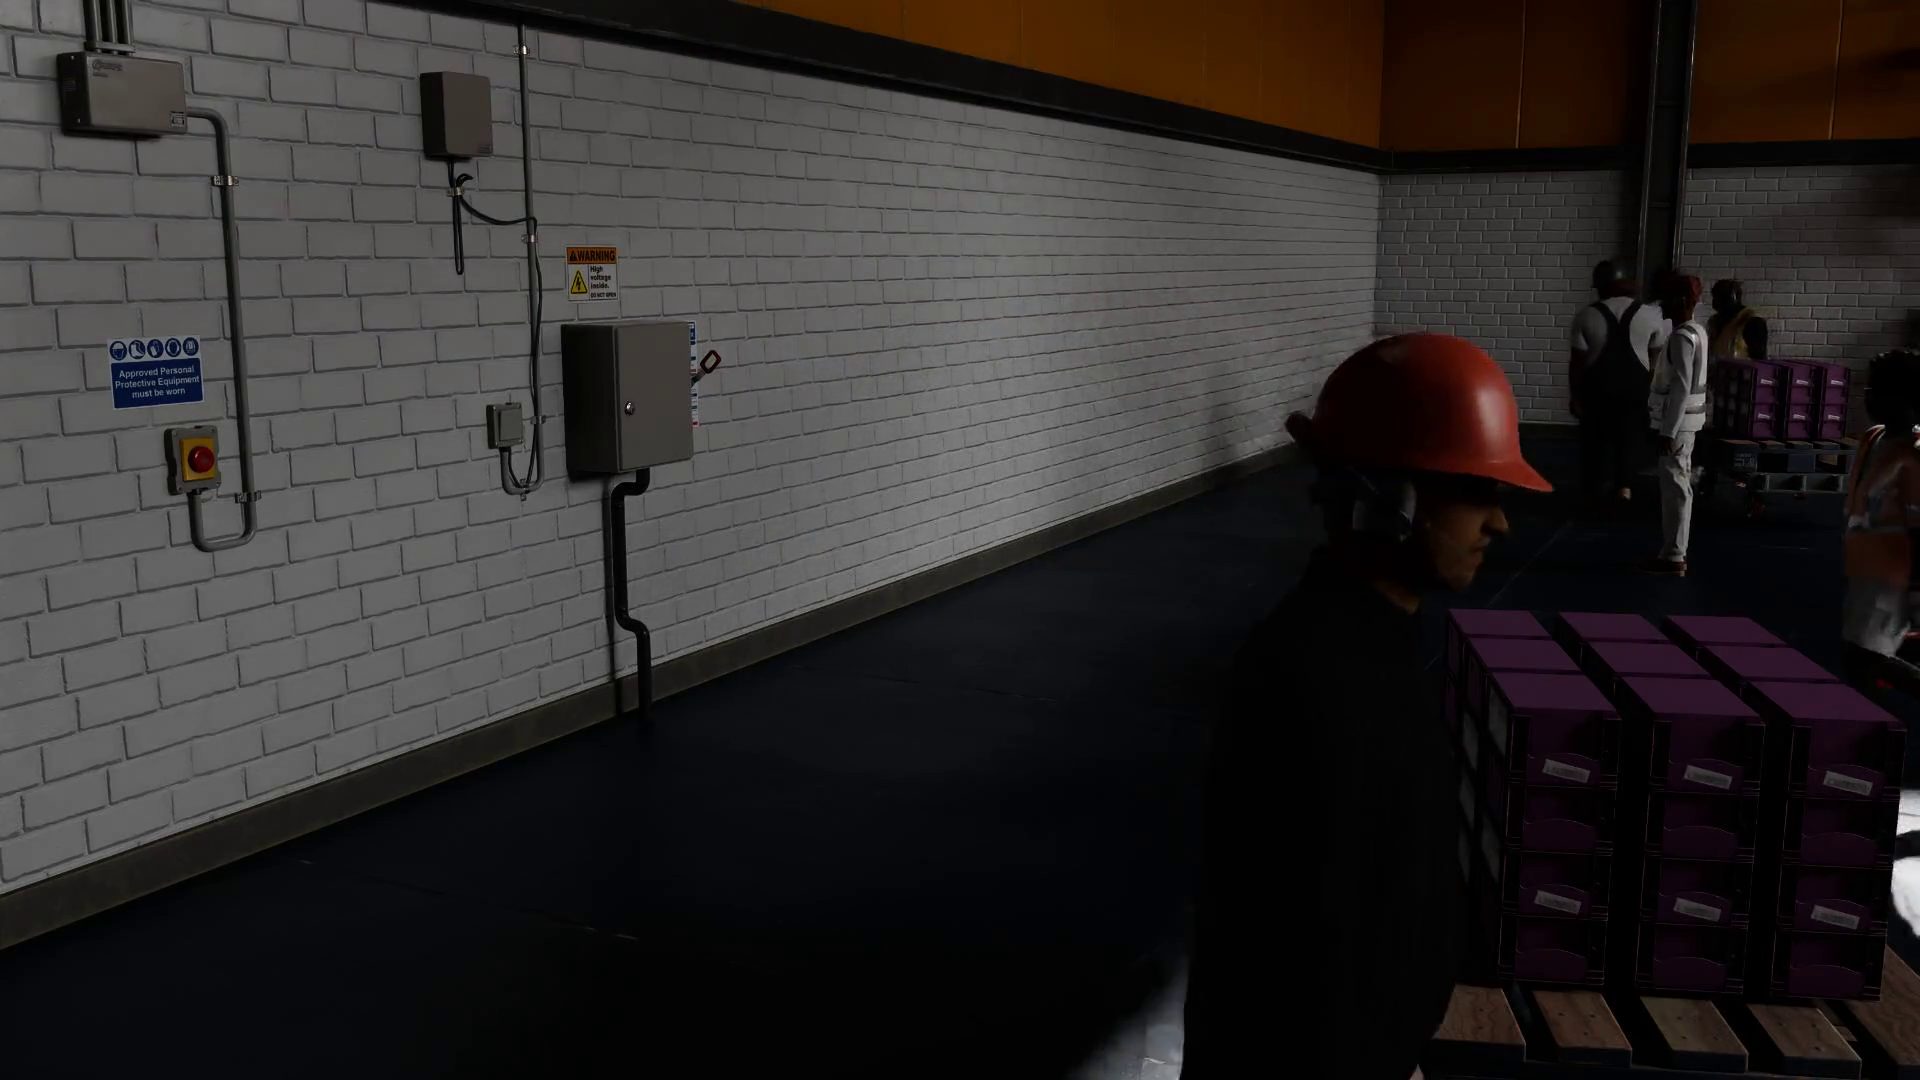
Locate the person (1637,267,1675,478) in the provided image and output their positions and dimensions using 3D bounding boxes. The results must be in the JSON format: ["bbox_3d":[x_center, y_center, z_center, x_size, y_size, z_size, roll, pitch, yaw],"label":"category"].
[{"bbox_3d":[6.273,-1.504,15.025,0.616,1.896,0.575,-9,13,-41],"label":"person"}]

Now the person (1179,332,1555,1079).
[{"bbox_3d":[0.495,0.695,2.203,1.085,1.925,0.650,5,11,25],"label":"person"}]

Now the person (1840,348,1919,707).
[{"bbox_3d":[3.519,0.126,6.180,0.630,1.679,0.539,2,10,10],"label":"person"}]

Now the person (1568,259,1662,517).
[{"bbox_3d":[5.076,-1.214,12.905,0.683,2.000,0.987,2,10,11],"label":"person"}]

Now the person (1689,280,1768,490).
[{"bbox_3d":[6.517,-1.315,14.222,0.977,1.786,0.647,-2,10,-12],"label":"person"}]

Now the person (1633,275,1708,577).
[{"bbox_3d":[4.490,-0.713,10.458,0.347,1.882,0.584,5,11,29],"label":"person"}]
